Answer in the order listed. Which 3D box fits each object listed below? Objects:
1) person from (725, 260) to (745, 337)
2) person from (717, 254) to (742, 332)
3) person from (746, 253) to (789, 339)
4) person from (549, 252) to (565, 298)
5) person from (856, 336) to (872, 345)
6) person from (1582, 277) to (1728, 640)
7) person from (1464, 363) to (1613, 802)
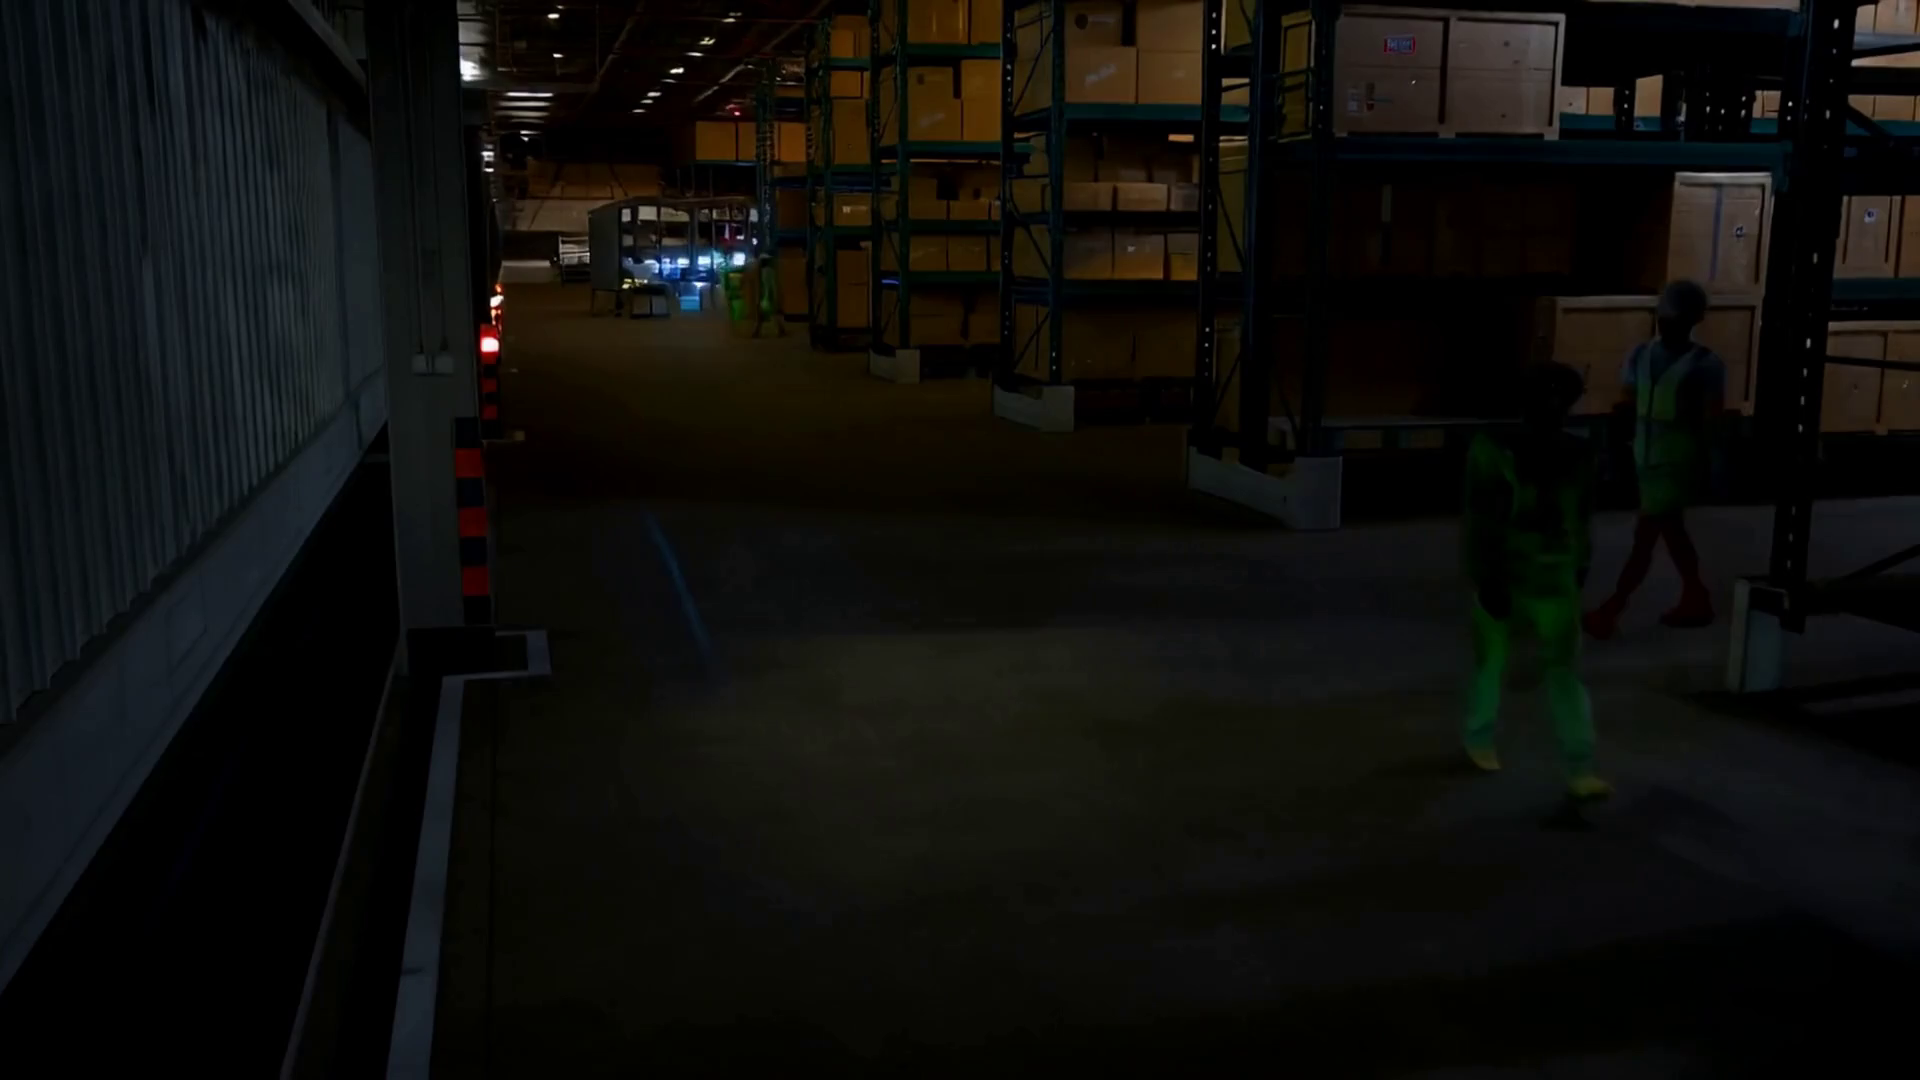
[{"bbox_3d":[-5.021,-5.379,37.141,0.498,1.716,0.424,-5,11,-25],"label":"person"},{"bbox_3d":[-5.515,-5.915,39.802,0.656,1.860,0.981,5,11,27],"label":"person"},{"bbox_3d":[-4.221,-5.357,36.530,0.925,1.889,0.545,-1,10,-7],"label":"person"},{"bbox_3d":[-15.853,-10.417,65.404,0.599,1.809,0.777,-5,11,-25],"label":"person"},{"bbox_3d":[-1.649,-4.861,33.986,0.912,1.781,0.623,-3,11,-18],"label":"person"},{"bbox_3d":[3.628,-0.414,8.607,1.032,1.867,0.569,-4,11,-22],"label":"person"},{"bbox_3d":[2.127,0.155,6.141,0.515,1.595,0.855,-1,10,-4],"label":"person"}]
